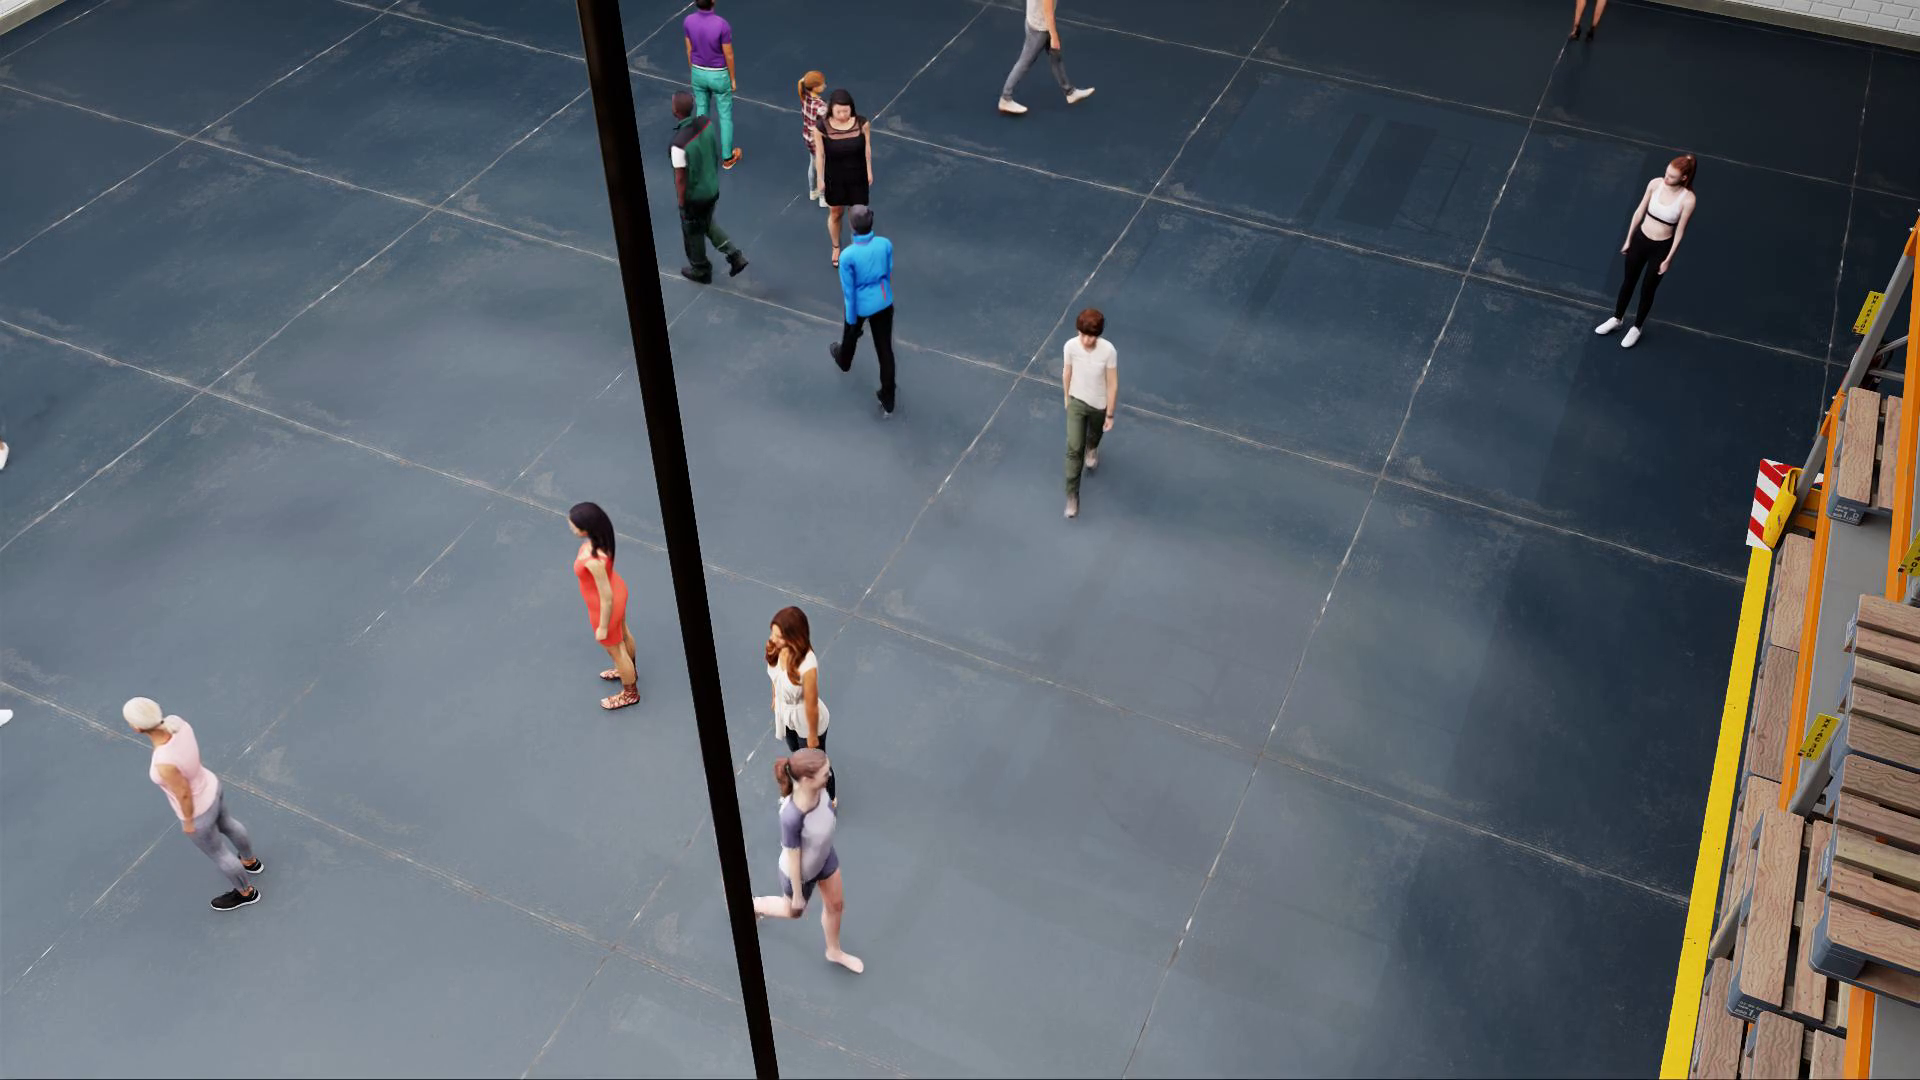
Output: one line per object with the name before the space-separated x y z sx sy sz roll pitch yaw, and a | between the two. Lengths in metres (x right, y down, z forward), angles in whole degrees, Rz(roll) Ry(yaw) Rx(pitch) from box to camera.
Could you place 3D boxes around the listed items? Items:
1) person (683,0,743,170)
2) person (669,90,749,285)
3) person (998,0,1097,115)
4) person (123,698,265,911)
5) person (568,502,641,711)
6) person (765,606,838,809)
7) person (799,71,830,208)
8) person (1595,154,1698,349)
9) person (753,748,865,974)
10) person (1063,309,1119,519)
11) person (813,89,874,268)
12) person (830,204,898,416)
person | -2.327 -4.317 15.504 0.657 1.766 0.623 8 44 9
person | -2.123 -2.897 13.974 0.765 1.822 0.834 19 47 19
person | 0.687 -4.977 16.143 1.099 1.841 1.253 -1 44 -1
person | -4.333 1.473 9.459 0.702 1.722 0.601 -4 44 -4
person | -2.242 0.402 10.583 0.734 1.723 0.630 -5 44 -5
person | -0.931 1.028 9.883 0.650 1.782 0.650 -30 51 -28
person | -1.296 -3.665 15.154 0.632 1.306 0.604 -25 49 -24
person | 5.610 -2.362 13.466 0.659 1.748 0.663 -29 51 -27
person | -0.920 1.754 9.154 0.650 1.737 0.951 19 47 19
person | 0.968 -1.046 12.191 0.799 1.602 1.224 6 44 6
person | -0.991 -3.108 14.276 0.747 1.711 0.779 -7 44 -8
person | -0.652 -1.730 12.797 1.112 1.755 1.128 -17 46 -17
